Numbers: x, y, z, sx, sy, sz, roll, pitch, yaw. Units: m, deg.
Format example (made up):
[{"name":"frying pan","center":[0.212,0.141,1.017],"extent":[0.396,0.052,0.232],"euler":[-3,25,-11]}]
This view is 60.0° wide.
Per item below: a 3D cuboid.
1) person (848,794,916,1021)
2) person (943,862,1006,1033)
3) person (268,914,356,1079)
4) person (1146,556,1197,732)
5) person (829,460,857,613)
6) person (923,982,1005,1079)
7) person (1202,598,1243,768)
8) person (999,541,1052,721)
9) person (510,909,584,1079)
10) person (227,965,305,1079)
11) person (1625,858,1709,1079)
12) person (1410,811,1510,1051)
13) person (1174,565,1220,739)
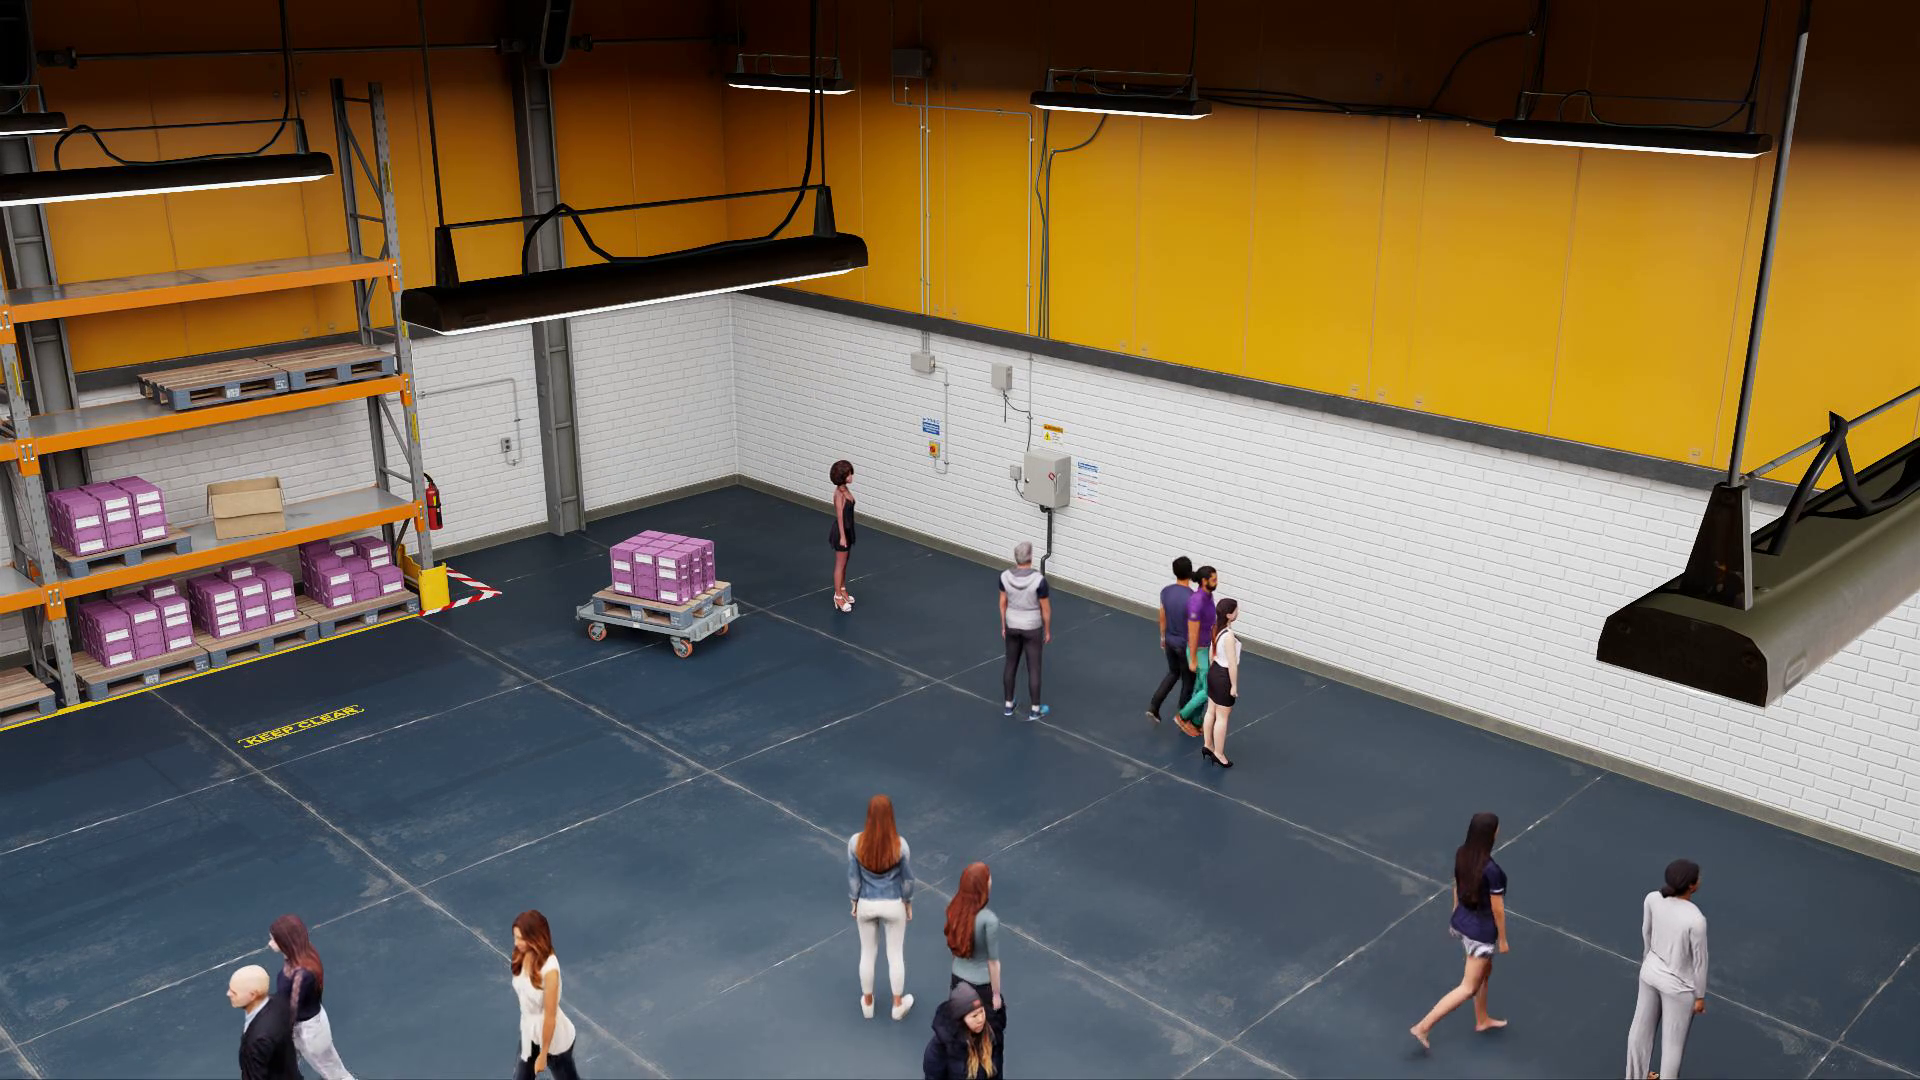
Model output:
[{"name":"person","center":[-0.559,2.584,11.692],"extent":[0.688,1.700,0.719],"euler":[2,19,6]},{"name":"person","center":[0.041,2.909,10.685],"extent":[0.658,1.729,0.580],"euler":[-17,25,-42]},{"name":"person","center":[-4.029,3.078,10.449],"extent":[1.127,1.559,0.838],"euler":[-8,20,-21]},{"name":"person","center":[2.088,1.040,16.160],"extent":[0.826,1.775,0.684],"euler":[-16,24,-39]},{"name":"person","center":[-1.367,-0.064,19.418],"extent":[0.723,1.789,0.648],"euler":[2,19,6]},{"name":"person","center":[0.029,3.304,9.603],"extent":[0.675,1.671,0.799],"euler":[-10,21,-28]},{"name":"person","center":[2.447,1.316,15.541],"extent":[0.643,1.647,0.636],"euler":[-6,20,-18]},{"name":"person","center":[0.632,0.892,16.514],"extent":[0.762,1.830,0.717],"euler":[8,20,22]},{"name":"person","center":[-2.473,3.035,10.288],"extent":[0.633,1.743,1.094],"euler":[17,25,41]},{"name":"person","center":[-3.850,3.250,9.615],"extent":[1.177,1.764,0.970],"euler":[-8,20,-21]},{"name":"person","center":[4.612,2.862,10.815],"extent":[0.650,1.734,0.687],"euler":[-9,21,-26]},{"name":"person","center":[3.446,2.694,11.309],"extent":[1.138,1.737,0.897],"euler":[-6,20,-17]},{"name":"person","center":[2.256,1.077,16.068],"extent":[0.819,1.763,0.718],"euler":[8,20,23]}]
